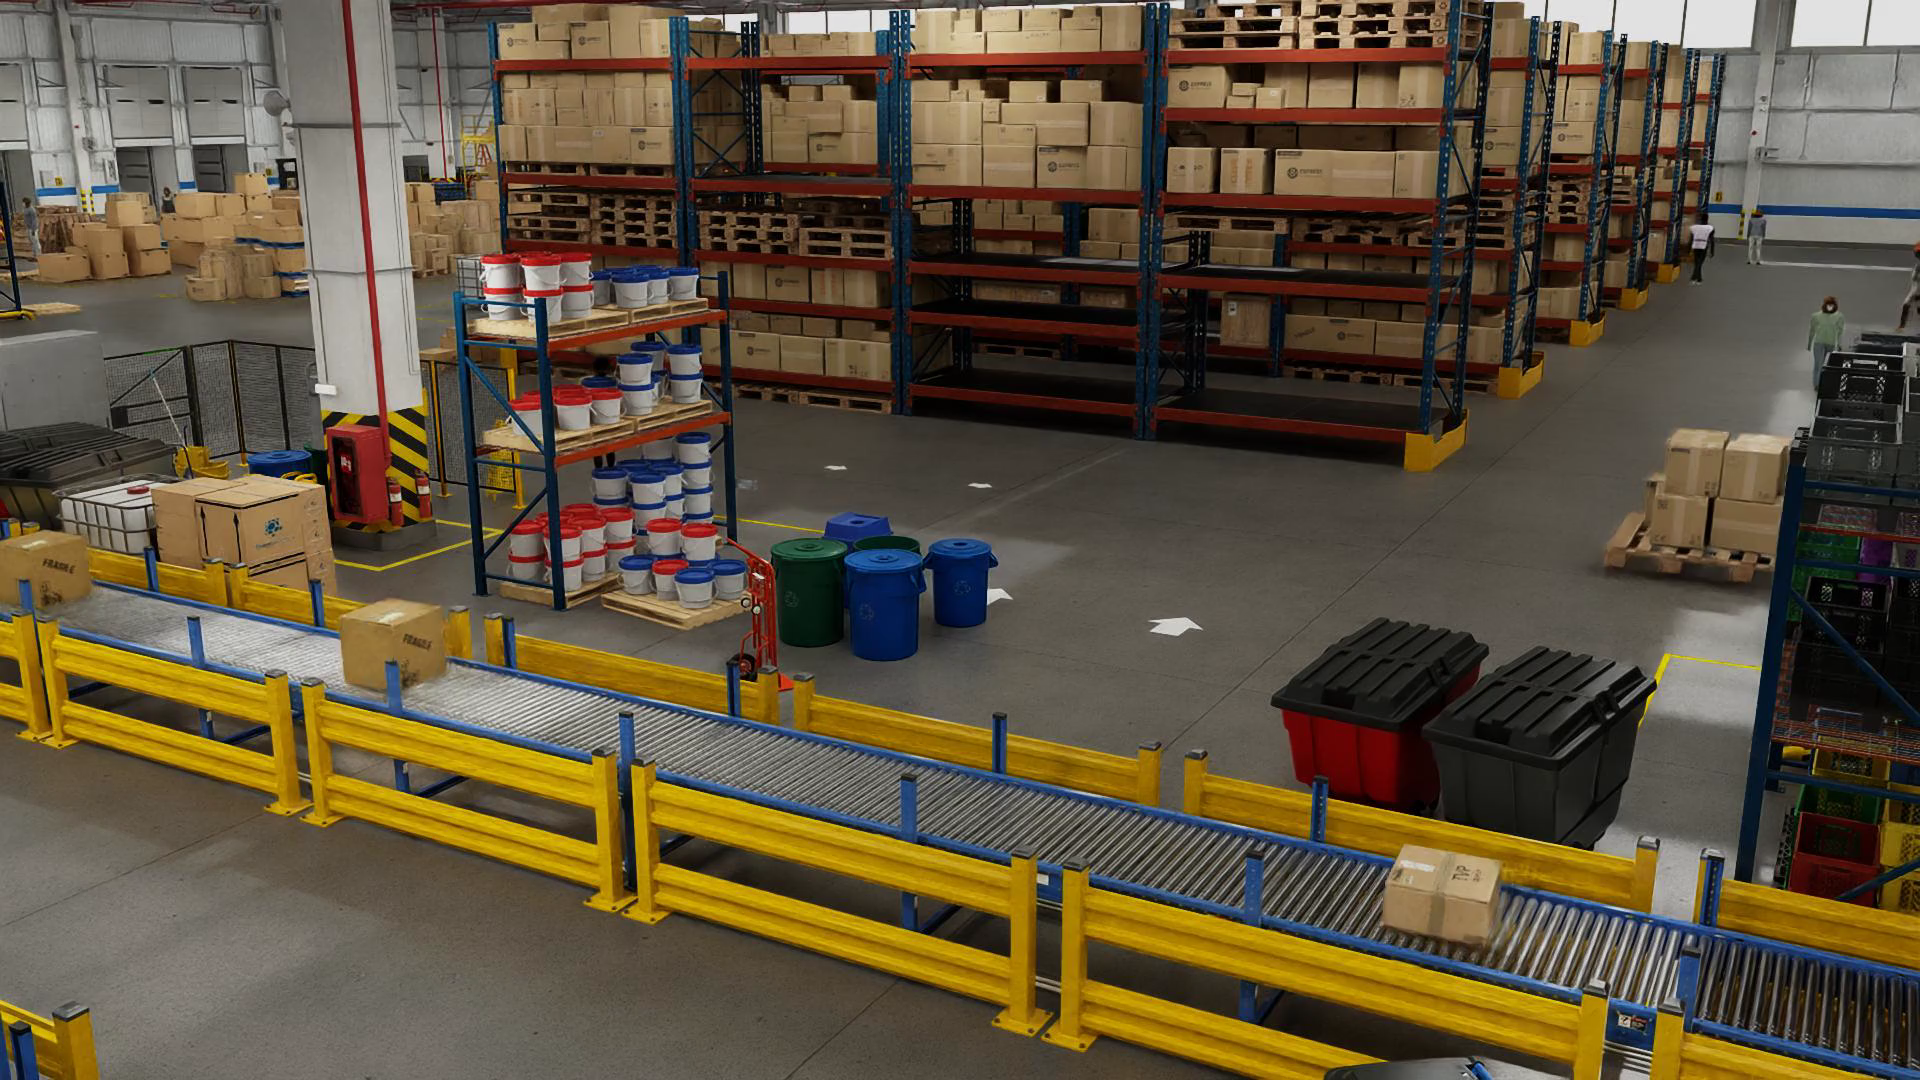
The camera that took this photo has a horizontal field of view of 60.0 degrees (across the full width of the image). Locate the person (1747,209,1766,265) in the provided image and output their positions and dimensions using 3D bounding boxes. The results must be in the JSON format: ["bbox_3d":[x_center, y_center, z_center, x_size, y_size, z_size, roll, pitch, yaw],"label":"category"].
[{"bbox_3d":[23.502,-8.941,49.100,0.498,1.633,0.284,9,18,32],"label":"person"}]

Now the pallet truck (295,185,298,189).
[{"bbox_3d":[-26.804,-14.617,69.738,1.885,1.965,0.823,-14,20,-42],"label":"pallet truck"}]

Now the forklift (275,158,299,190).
[{"bbox_3d":[-22.628,-11.539,56.478,1.873,2.768,1.129,8,17,28],"label":"forklift"}]

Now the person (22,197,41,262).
[{"bbox_3d":[-27.872,-9.313,49.915,0.372,1.940,0.630,-14,20,-41],"label":"person"}]

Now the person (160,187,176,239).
[{"bbox_3d":[-27.187,-11.194,57.189,0.529,1.828,0.498,-3,15,-10],"label":"person"}]

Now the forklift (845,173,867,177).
[{"bbox_3d":[-3.950,-13.443,63.637,1.129,2.768,1.873,8,17,28],"label":"forklift"}]

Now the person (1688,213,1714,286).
[{"bbox_3d":[19.477,-7.640,43.756,0.604,1.882,0.929,13,20,41],"label":"person"}]

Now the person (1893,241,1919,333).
[{"bbox_3d":[19.710,-5.119,34.041,0.998,2.008,0.615,6,16,21],"label":"person"}]

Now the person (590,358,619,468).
[{"bbox_3d":[-4.483,-1.472,20.968,0.544,1.648,0.857,-4,16,-16],"label":"person"}]

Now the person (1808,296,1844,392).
[{"bbox_3d":[14.572,-3.326,28.038,0.505,1.605,0.761,5,16,18],"label":"person"}]
